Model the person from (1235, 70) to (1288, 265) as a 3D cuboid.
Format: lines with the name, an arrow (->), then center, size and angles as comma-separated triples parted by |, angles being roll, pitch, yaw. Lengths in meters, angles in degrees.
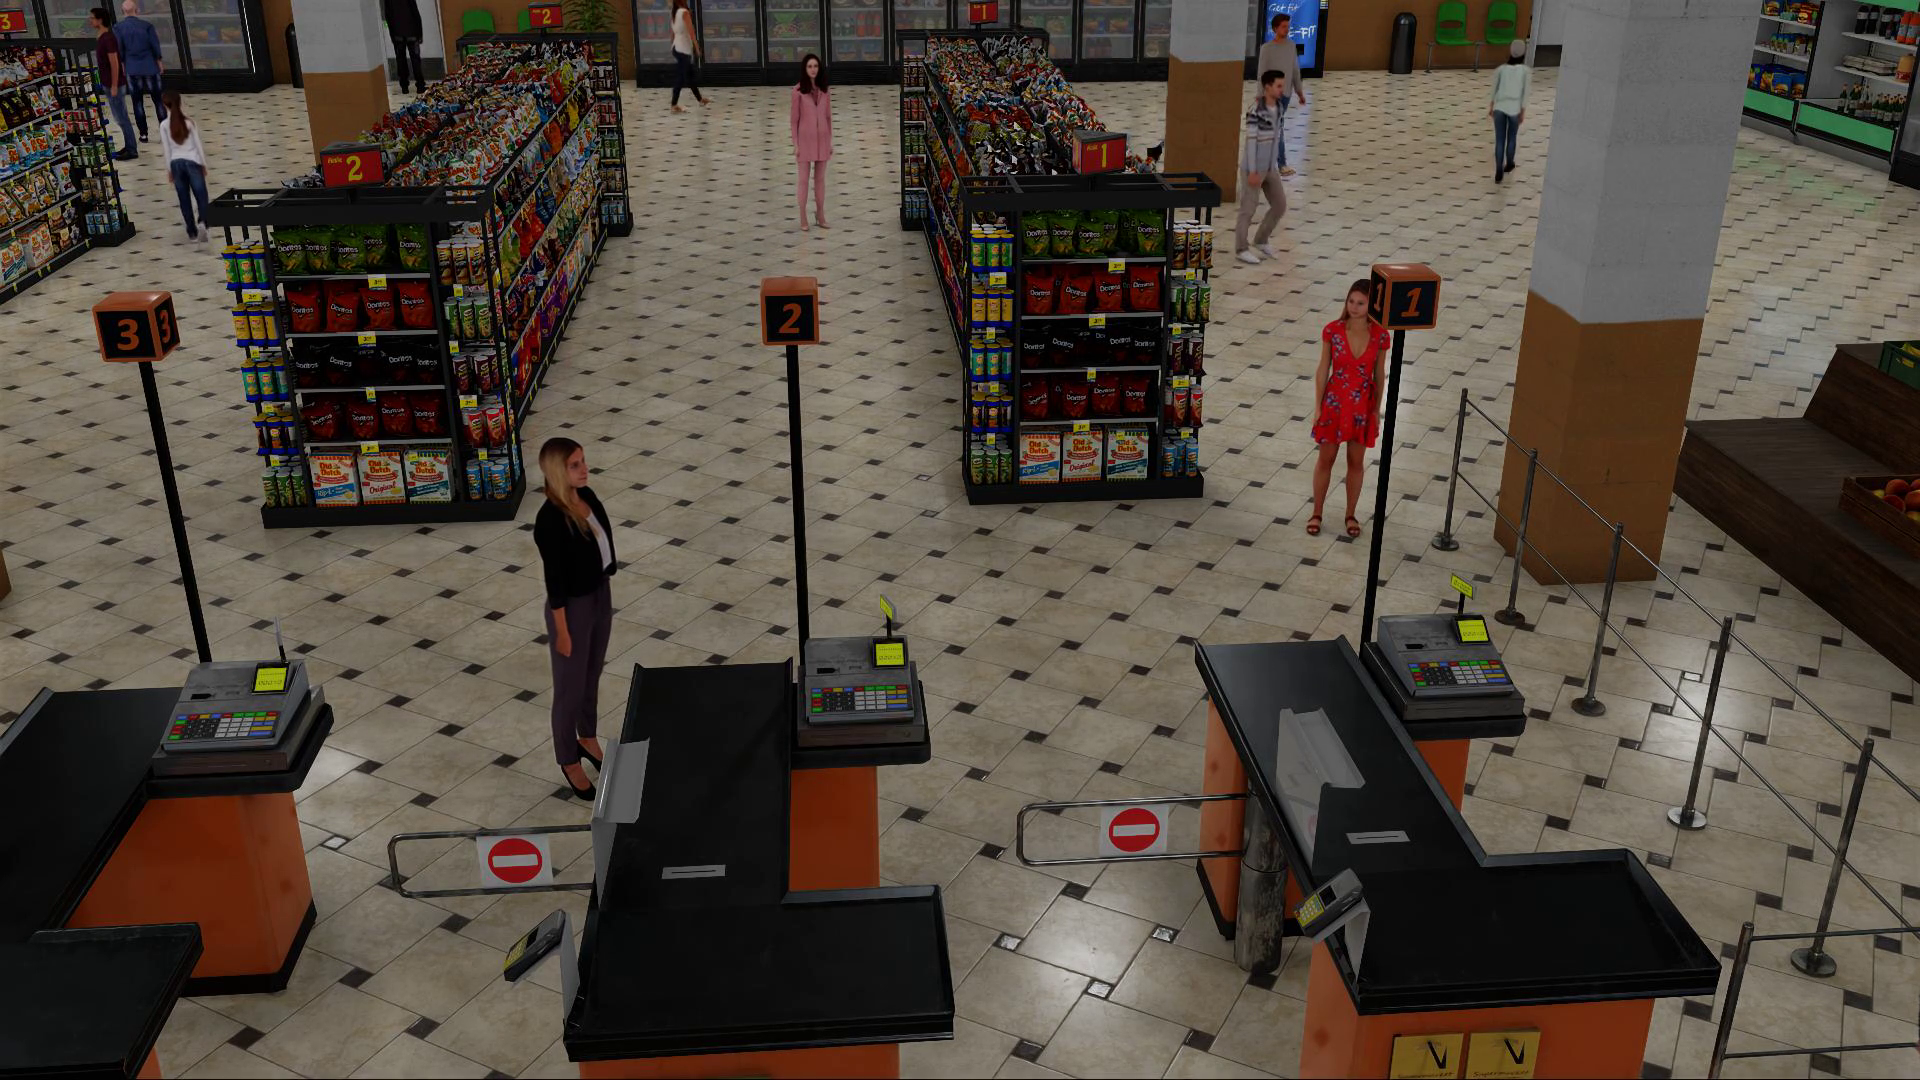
person -> 2.839, -3.622, 16.129 | 0.818, 1.841, 0.841 | -19, 30, -36

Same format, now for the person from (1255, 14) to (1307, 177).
person -> 3.771, -5.357, 20.074 | 0.998, 1.856, 1.322 | -12, 26, -25

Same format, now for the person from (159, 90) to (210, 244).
person -> -7.776, -3.711, 16.710 | 0.679, 1.538, 0.975 | -9, 25, -19

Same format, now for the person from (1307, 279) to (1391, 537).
person -> 2.337, -0.801, 9.990 | 0.623, 1.593, 0.620 | 4, 24, 10

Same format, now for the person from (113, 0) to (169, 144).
person -> -10.858, -6.219, 22.083 | 0.789, 1.824, 0.723 | -11, 26, -23

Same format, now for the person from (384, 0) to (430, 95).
person -> -8.659, -7.910, 25.948 | 0.695, 1.825, 0.602 | -1, 24, -2

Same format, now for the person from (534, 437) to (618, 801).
person -> -1.681, 0.335, 7.297 | 0.726, 1.671, 0.591 | 6, 24, 13

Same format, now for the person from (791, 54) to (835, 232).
person -> -1.547, -4.166, 17.420 | 0.674, 1.802, 0.640 | -11, 26, -23

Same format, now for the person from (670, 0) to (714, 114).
person -> -4.103, -7.070, 24.116 | 0.994, 1.754, 1.038 | -18, 29, -35

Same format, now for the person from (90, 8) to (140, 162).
person -> -10.686, -5.765, 21.007 | 0.795, 1.855, 0.637 | -12, 26, -25

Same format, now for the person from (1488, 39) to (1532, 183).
person -> 6.486, -5.066, 19.715 | 0.888, 1.611, 1.098 | 9, 25, 19
